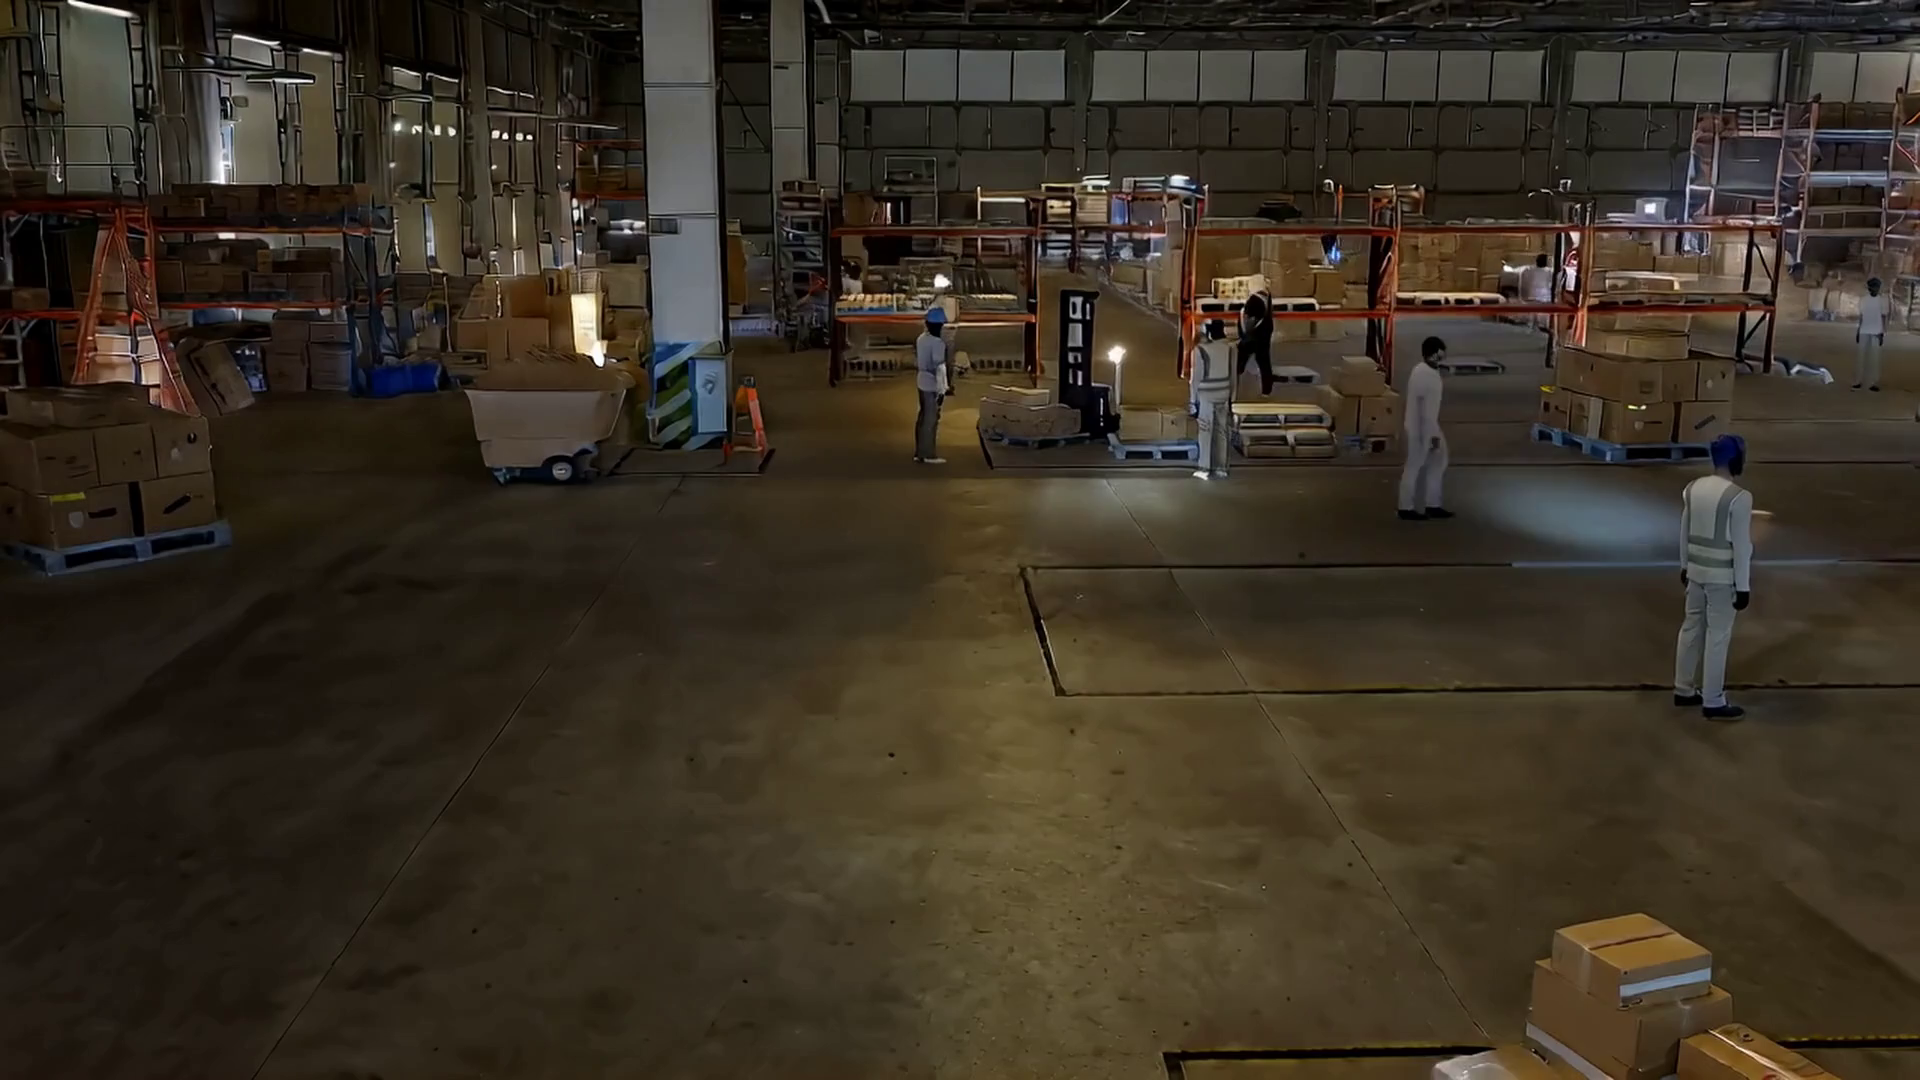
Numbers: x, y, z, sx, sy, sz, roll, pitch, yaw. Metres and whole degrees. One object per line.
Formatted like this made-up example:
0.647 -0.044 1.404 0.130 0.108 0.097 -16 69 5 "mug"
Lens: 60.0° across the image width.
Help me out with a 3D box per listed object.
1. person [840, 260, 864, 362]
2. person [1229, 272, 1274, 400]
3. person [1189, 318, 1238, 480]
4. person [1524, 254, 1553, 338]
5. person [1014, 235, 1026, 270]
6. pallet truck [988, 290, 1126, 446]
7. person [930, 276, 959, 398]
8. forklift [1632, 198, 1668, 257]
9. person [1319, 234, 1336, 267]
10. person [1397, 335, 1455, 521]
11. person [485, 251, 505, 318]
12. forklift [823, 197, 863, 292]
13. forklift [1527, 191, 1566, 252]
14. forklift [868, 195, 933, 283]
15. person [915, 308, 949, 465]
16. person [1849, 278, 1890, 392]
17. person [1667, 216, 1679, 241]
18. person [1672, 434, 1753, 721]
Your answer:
-2.070 -4.325 31.444 0.510 1.910 0.596 8 15 31 "person"
4.579 -3.250 26.305 0.974 2.000 0.708 12 17 44 "person"
2.952 -1.640 19.397 0.584 1.882 0.349 -4 13 -17 "person"
12.633 -5.304 36.155 0.644 1.792 0.949 -6 14 -25 "person"
2.050 -9.378 54.778 0.553 1.672 0.588 0 12 0 "person"
1.257 -2.299 22.111 1.885 1.965 0.823 -9 15 -35 "pallet truck"
-0.275 -3.185 26.247 0.401 1.938 0.603 11 17 41 "person"
18.962 -8.007 45.874 1.129 2.768 1.873 -7 14 -28 "forklift"
13.003 -10.286 58.960 0.904 1.631 0.547 -10 16 -38 "person"
4.841 -1.123 16.995 0.705 1.920 0.633 7 14 28 "person"
-11.469 -6.269 40.875 0.523 1.632 0.321 9 16 36 "person"
-3.870 -8.636 48.712 1.873 2.768 1.129 -4 13 -17 "forklift"
22.459 -11.725 62.661 1.873 2.768 1.129 7 14 29 "forklift"
-1.889 -9.729 53.645 1.873 2.768 1.129 -7 14 -28 "forklift"
-0.330 -1.884 20.422 0.390 1.921 0.583 -7 14 -29 "person"
14.913 -3.358 27.219 0.332 1.859 0.531 -6 14 -26 "person"
26.614 -11.134 62.157 0.371 1.931 0.543 5 13 20 "person"
4.949 0.244 10.890 0.354 1.883 0.573 -4 13 -16 "person"
